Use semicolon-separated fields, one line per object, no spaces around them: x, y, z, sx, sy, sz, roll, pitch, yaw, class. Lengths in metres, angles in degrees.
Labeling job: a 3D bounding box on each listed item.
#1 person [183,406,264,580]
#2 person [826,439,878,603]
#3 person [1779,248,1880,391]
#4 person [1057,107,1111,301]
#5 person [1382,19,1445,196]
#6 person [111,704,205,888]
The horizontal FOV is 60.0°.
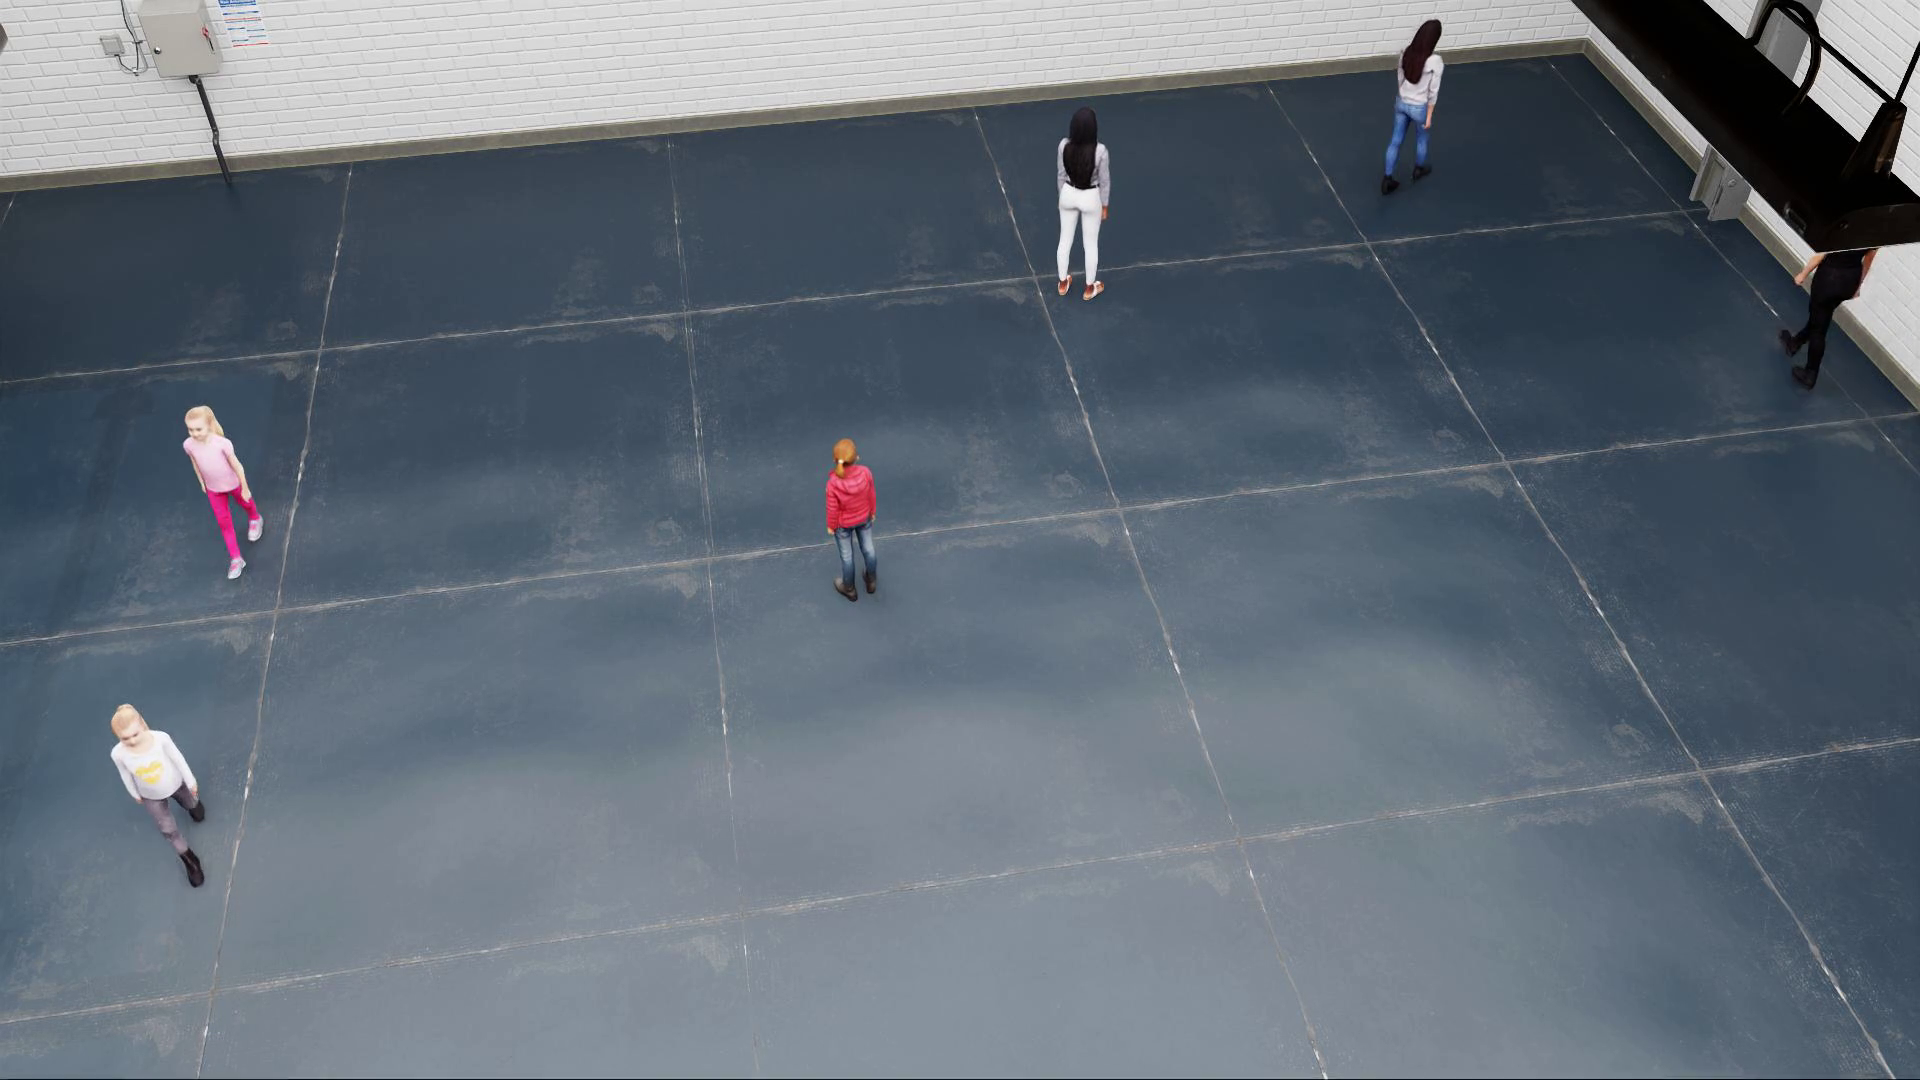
-5.062;-0.428;11.485;0.532;1.241;0.887;-5;44;-5;person
-0.712;-0.130;11.119;0.563;1.314;0.566;-18;47;-18;person
6.713;-1.912;12.731;0.599;1.671;0.905;-5;44;-5;person
0.989;-2.750;13.572;0.672;1.725;0.692;16;46;16;person
3.970;-3.801;14.758;0.941;1.609;0.919;-34;53;-31;person
-4.601;1.372;9.582;0.684;1.259;0.945;-21;48;-21;person
